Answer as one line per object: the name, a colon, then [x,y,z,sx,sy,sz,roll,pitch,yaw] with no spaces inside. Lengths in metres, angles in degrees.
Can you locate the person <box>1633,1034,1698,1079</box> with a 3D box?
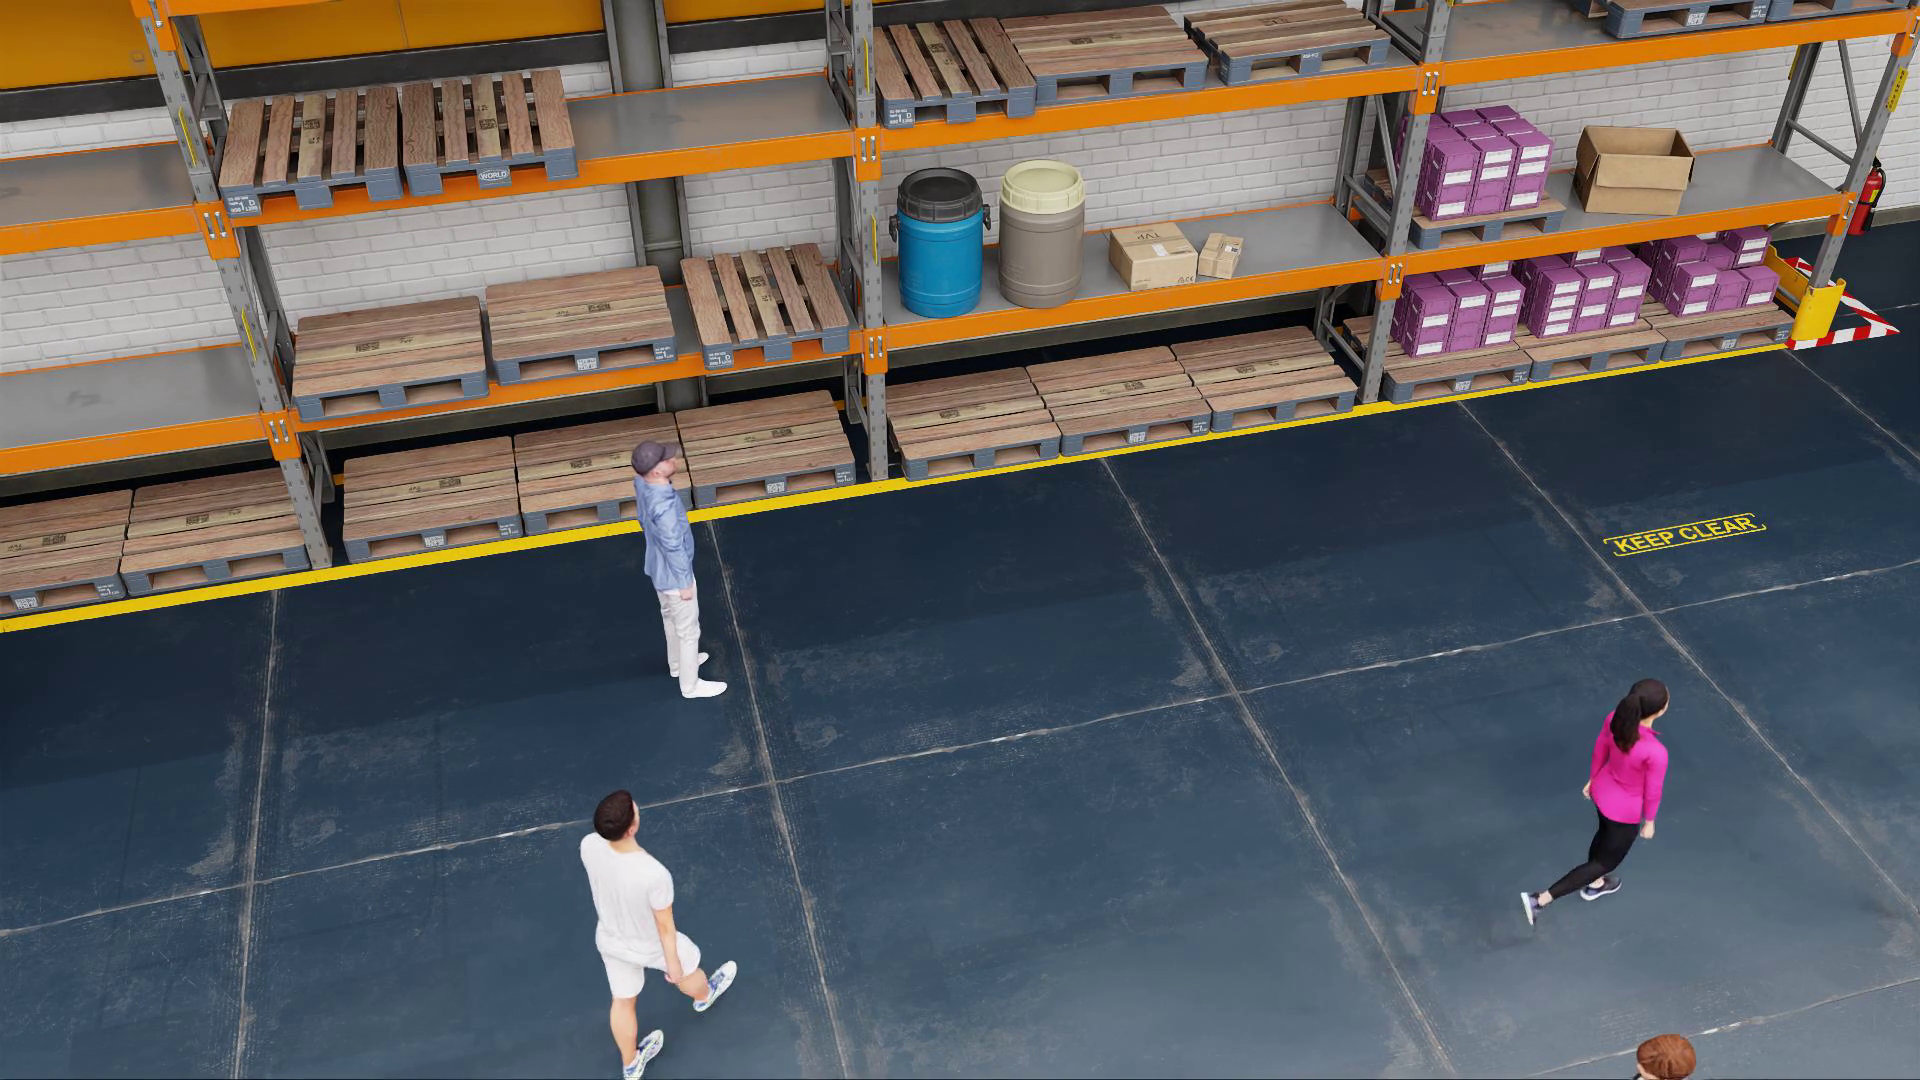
person: [3.077,2.671,7.380,0.713,1.438,0.659,7,39,9]

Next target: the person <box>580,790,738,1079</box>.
person: [-1.601,1.959,7.959,1.102,1.827,1.152,19,42,22]

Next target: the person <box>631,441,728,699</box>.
person: [-1.756,0.173,10.148,0.650,1.886,0.701,-18,42,-22]

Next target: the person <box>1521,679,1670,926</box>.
person: [3.386,1.422,8.760,1.006,1.677,0.601,-12,40,-15]
